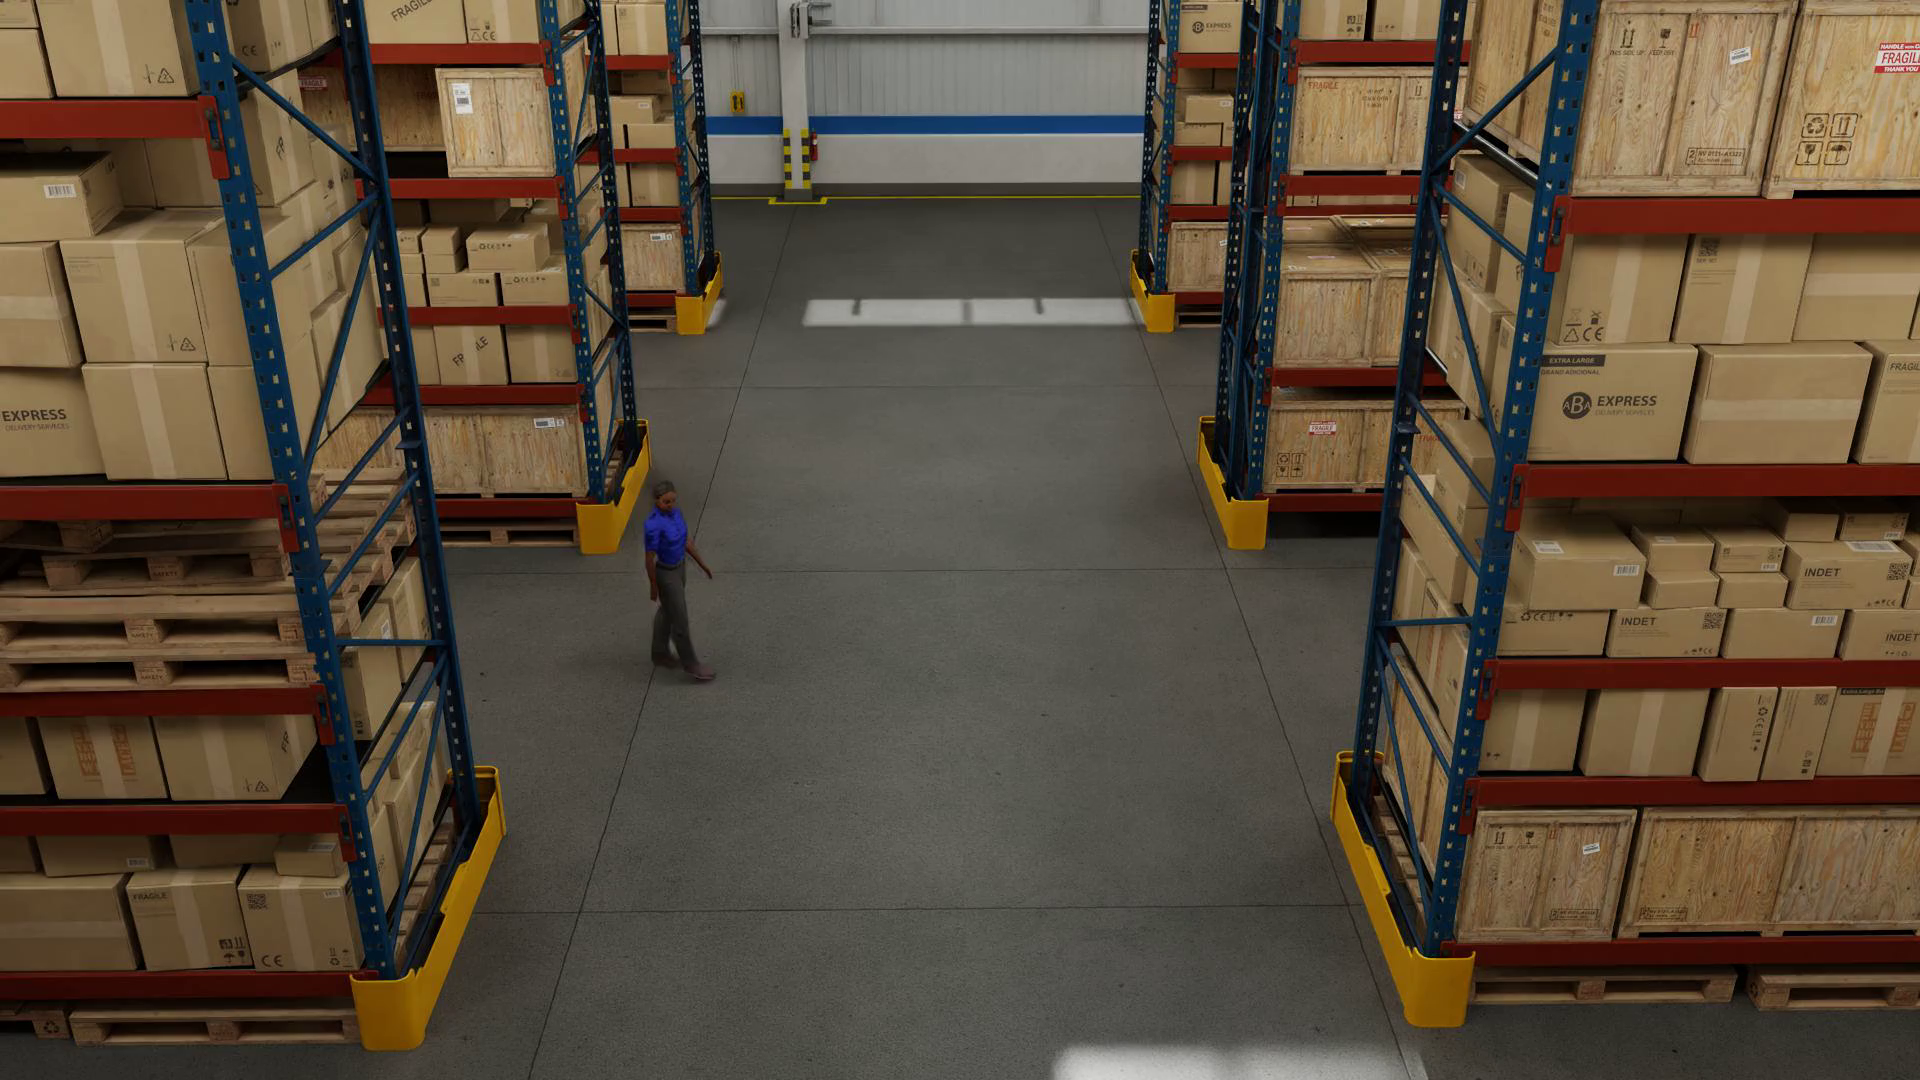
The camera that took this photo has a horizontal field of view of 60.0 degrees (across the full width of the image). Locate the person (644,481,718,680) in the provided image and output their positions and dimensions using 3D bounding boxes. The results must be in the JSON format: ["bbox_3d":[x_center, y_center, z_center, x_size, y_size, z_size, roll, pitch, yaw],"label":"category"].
[{"bbox_3d":[-2.243,0.287,13.342,0.644,1.654,0.466,5,26,11],"label":"person"}]
